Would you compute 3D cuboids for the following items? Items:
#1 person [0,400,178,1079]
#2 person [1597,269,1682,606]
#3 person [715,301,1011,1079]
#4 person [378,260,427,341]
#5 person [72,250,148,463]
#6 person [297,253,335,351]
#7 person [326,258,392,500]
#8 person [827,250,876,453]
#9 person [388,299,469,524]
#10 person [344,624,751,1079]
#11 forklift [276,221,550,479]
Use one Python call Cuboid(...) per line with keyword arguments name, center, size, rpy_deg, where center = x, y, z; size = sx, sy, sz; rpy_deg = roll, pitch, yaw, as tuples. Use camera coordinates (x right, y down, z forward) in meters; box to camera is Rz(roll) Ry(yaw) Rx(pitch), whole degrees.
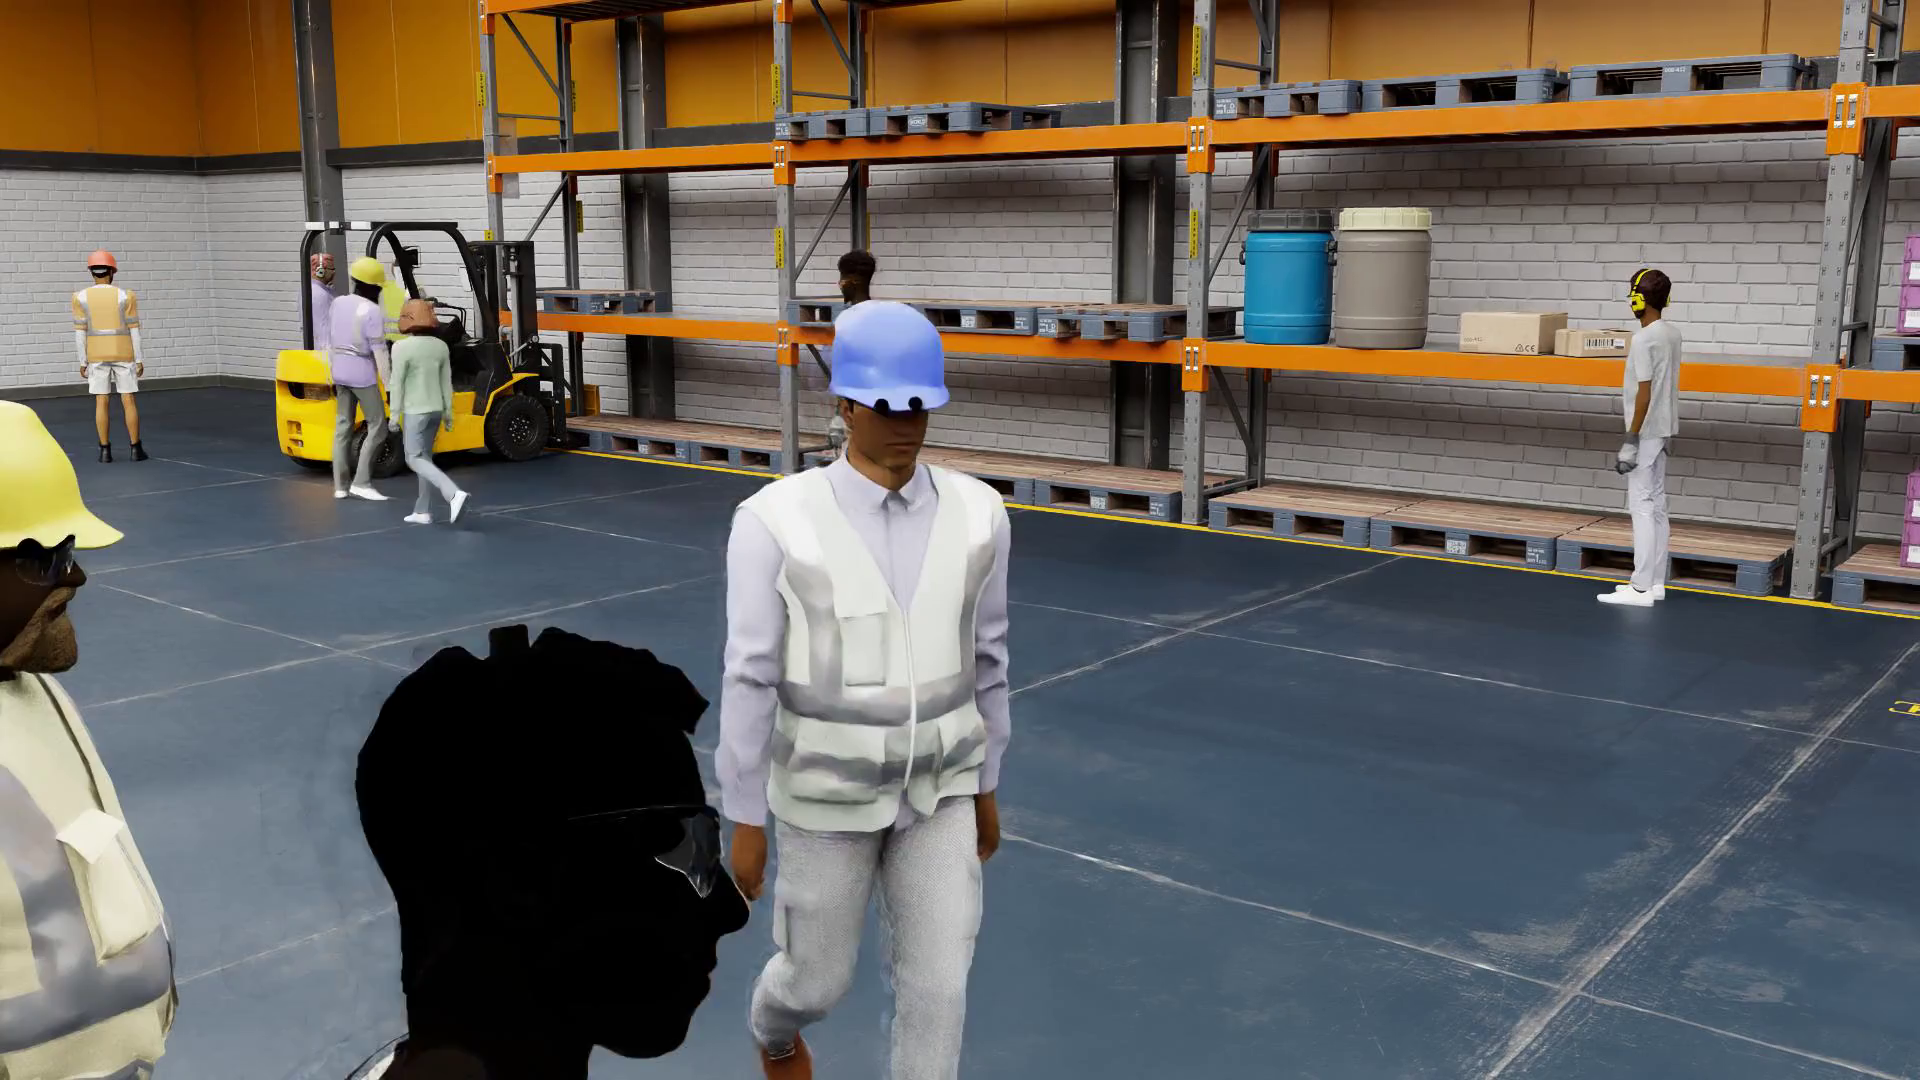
Cuboid(name="person", center=(-1.226, 0.733, 2.155), size=(0.404, 1.827, 0.600), rpy_deg=(-3, 11, -17))
Cuboid(name="person", center=(3.789, -0.560, 9.227), size=(0.335, 1.865, 0.519), rpy_deg=(9, 14, 42))
Cuboid(name="person", center=(-0.223, 0.471, 3.396), size=(0.621, 1.919, 0.816), rpy_deg=(-5, 11, -25))
Cuboid(name="person", center=(-6.079, -2.202, 18.423), size=(0.650, 1.823, 0.597), rpy_deg=(3, 11, 17))
Cuboid(name="person", center=(-7.740, -1.662, 15.156), size=(0.543, 1.928, 0.373), rpy_deg=(-4, 11, -21))
Cuboid(name="person", center=(-5.942, -1.721, 15.565), size=(0.404, 1.900, 0.645), rpy_deg=(-6, 12, -32))
Cuboid(name="person", center=(-4.690, -1.240, 12.961), size=(0.648, 1.888, 0.429), rpy_deg=(6, 12, 32))
Cuboid(name="person", center=(-0.627, -0.841, 10.568), size=(0.410, 1.958, 0.654), rpy_deg=(5, 11, 26))
Cuboid(name="person", center=(-3.735, -0.884, 11.717), size=(0.661, 1.618, 0.498), rpy_deg=(5, 11, 27))
Cuboid(name="person", center=(-0.349, 0.940, 1.065), size=(0.867, 1.815, 0.514), rpy_deg=(-1, 10, -8))
Cuboid(name="forklift", center=(-4.922, -1.741, 14.854), size=(1.214, 2.155, 2.313), rpy_deg=(8, 13, 38))
